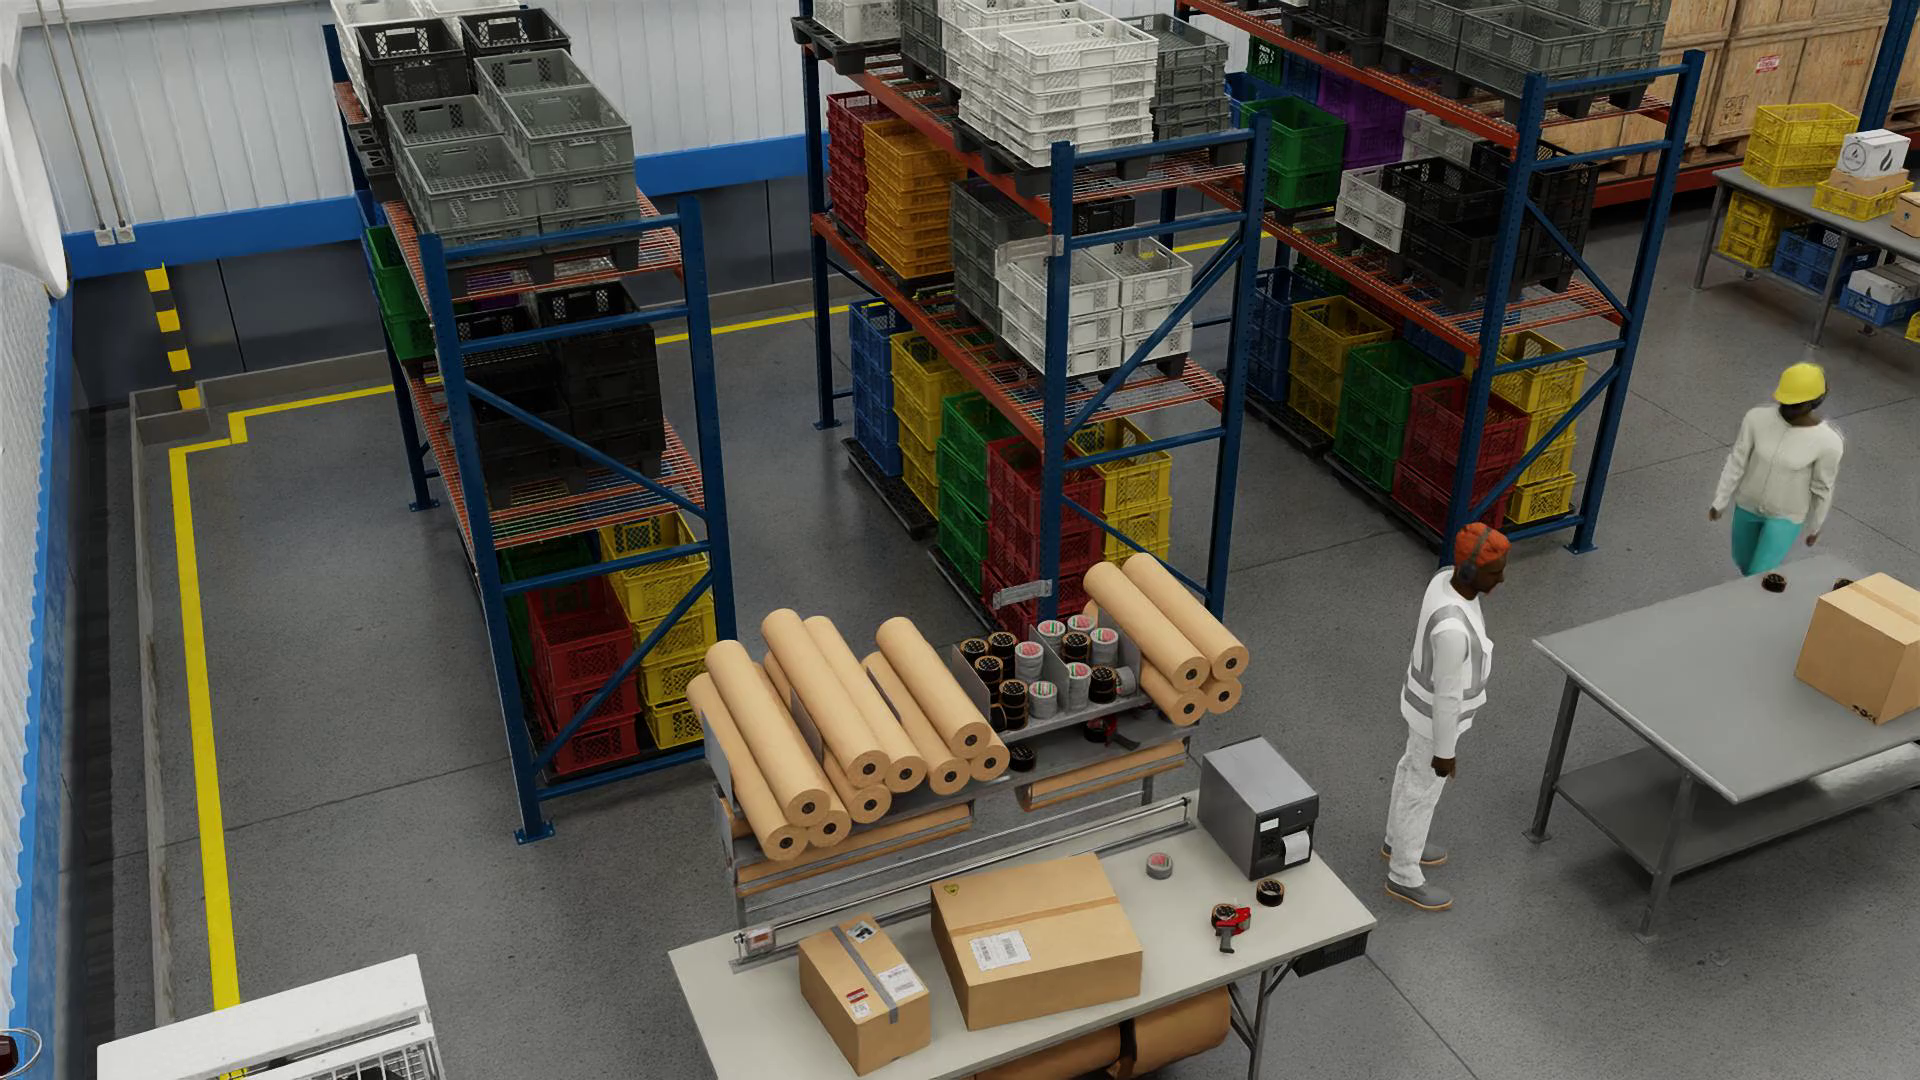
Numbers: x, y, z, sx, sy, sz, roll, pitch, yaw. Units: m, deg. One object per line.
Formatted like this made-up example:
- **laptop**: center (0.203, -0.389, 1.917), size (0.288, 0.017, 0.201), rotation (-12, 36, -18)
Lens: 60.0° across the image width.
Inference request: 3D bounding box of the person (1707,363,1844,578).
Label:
- **person**: center (4.328, -0.180, 8.860), size (0.839, 1.723, 0.522), rotation (-24, 39, -34)

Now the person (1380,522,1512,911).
- **person**: center (2.085, 0.754, 7.203), size (0.354, 1.886, 0.572), rotation (7, 32, 11)
